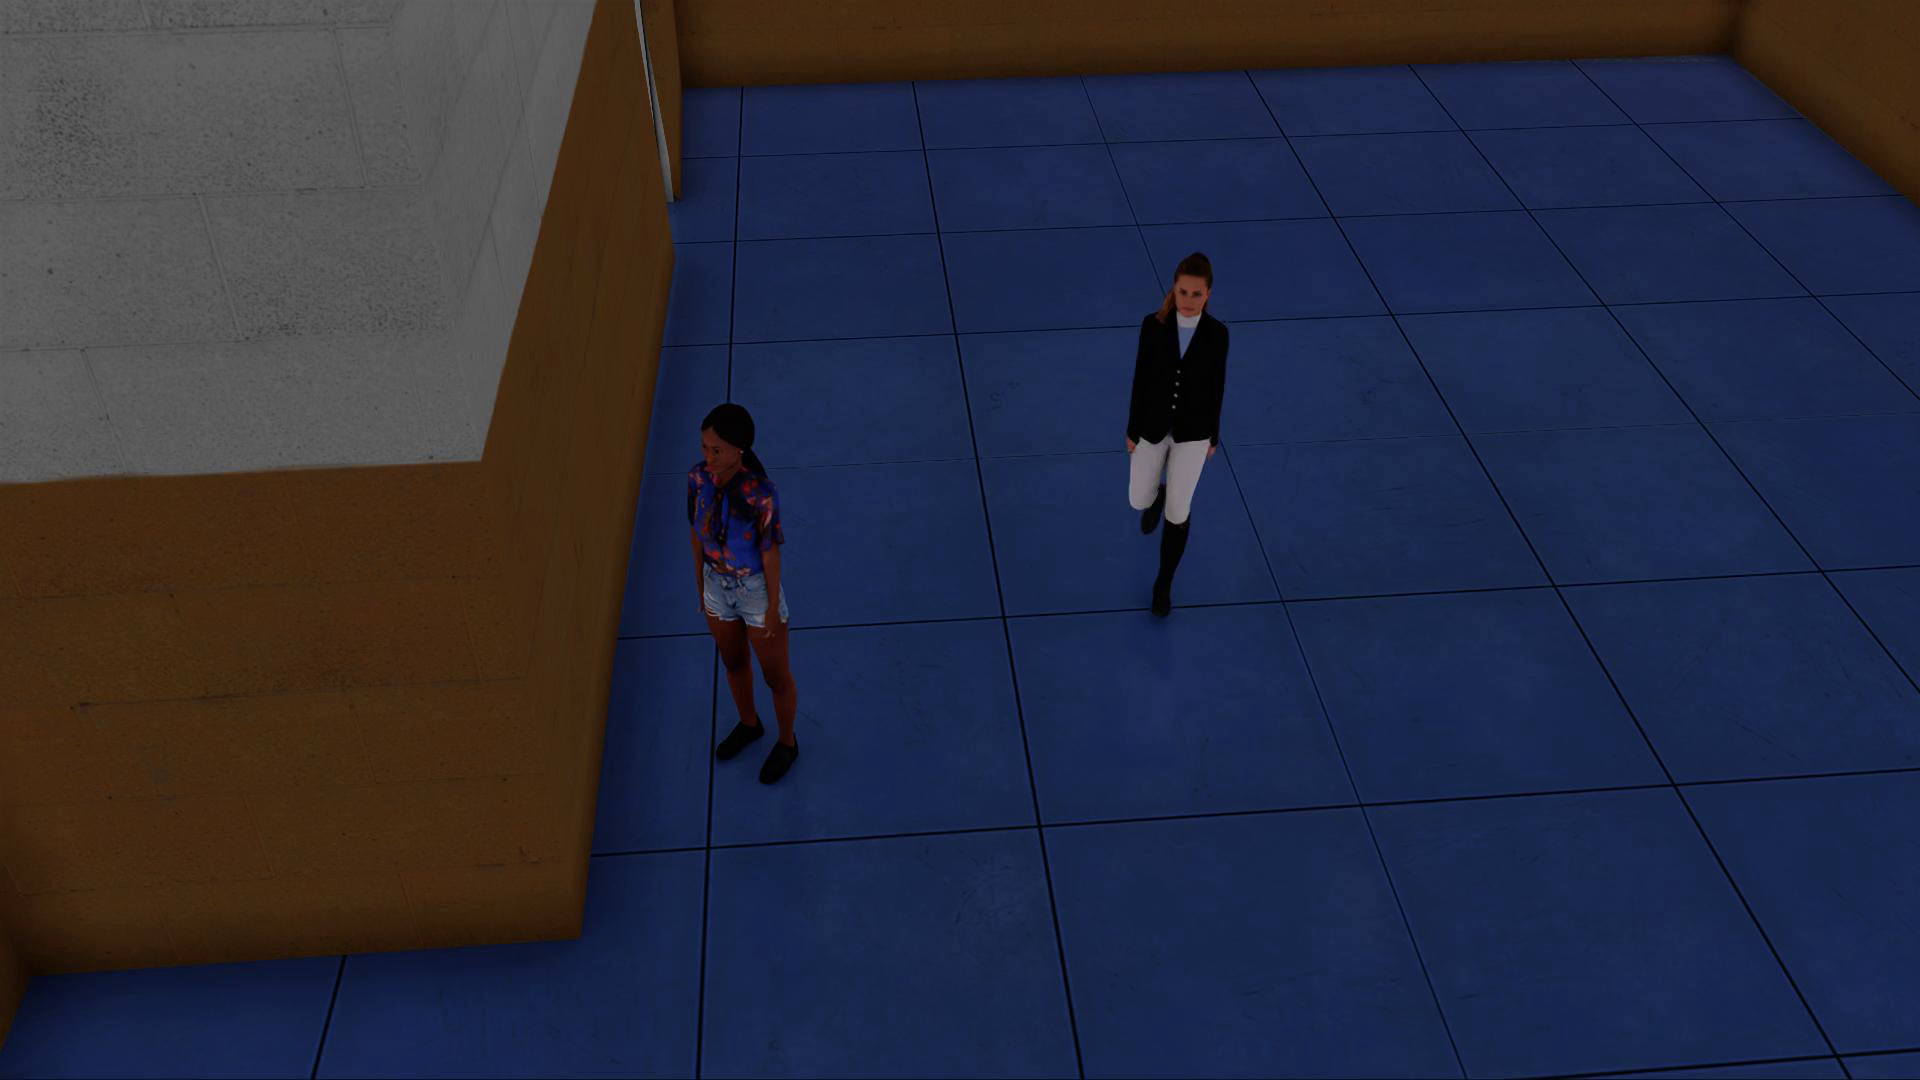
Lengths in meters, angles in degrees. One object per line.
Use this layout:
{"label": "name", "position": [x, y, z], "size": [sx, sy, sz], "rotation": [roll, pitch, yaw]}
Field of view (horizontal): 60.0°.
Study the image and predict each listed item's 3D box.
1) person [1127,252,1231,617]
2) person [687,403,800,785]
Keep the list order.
{"label": "person", "position": [0.961, -0.506, 7.507], "size": [0.922, 1.717, 0.790], "rotation": [7, 37, 9]}
{"label": "person", "position": [-0.837, 0.214, 6.540], "size": [0.626, 1.742, 0.725], "rotation": [17, 40, 21]}
